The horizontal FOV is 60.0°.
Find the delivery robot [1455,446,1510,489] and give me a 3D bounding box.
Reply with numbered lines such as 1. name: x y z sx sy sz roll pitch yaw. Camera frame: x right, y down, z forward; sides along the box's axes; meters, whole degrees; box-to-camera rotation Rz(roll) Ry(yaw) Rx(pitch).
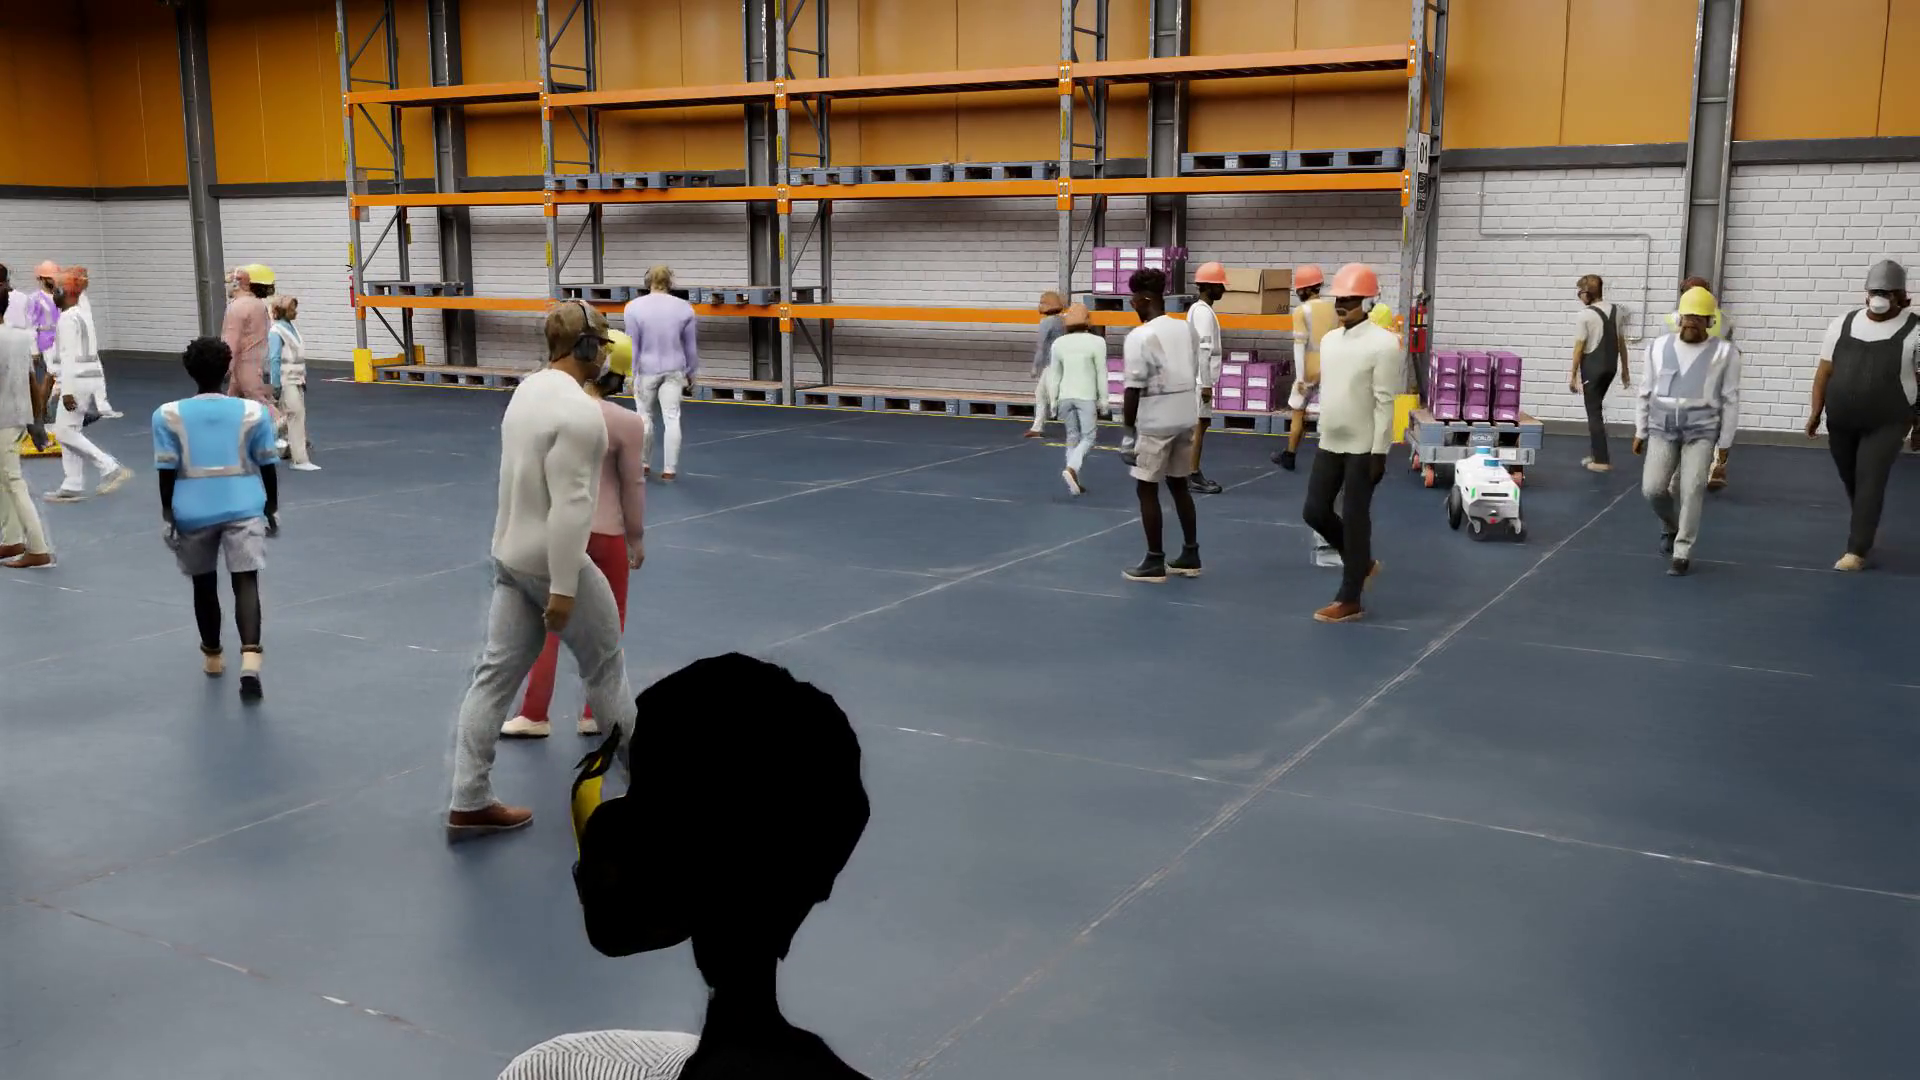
1. delivery robot: 3.955 -0.470 12.596 0.477 0.478 0.707 2 10 11

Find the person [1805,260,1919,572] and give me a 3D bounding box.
1. person: 5.955 -0.859 10.857 1.030 2.000 0.682 -8 13 -37

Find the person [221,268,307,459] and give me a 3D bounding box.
1. person: -6.873 -1.702 16.143 0.965 1.870 0.638 -2 10 -9

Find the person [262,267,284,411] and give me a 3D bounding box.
1. person: -8.750 -2.537 21.001 0.487 1.814 0.598 7 12 33

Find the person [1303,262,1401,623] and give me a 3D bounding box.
1. person: 2.181 -0.529 9.163 0.493 1.978 0.617 -6 12 -32

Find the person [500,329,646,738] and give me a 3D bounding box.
1. person: -1.661 -0.019 7.019 0.690 1.724 0.406 1 10 4

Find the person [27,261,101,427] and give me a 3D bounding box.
1. person: -10.280 -2.225 19.009 0.978 1.882 0.565 2 10 11

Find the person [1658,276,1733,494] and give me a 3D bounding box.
1. person: 6.026 -1.250 13.700 0.634 1.826 0.632 -1 10 -7

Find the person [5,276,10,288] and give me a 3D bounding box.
1. person: -16.373 -3.859 28.139 0.359 1.936 0.632 6 12 32

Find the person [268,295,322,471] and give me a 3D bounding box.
1. person: -6.259 -1.442 15.327 0.594 1.627 0.513 -1 10 -4

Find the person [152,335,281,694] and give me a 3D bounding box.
1. person: -3.435 -0.116 7.743 0.540 1.663 0.837 -5 11 -26

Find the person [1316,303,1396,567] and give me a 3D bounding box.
1. person: 2.515 -0.654 10.622 0.479 1.700 0.514 1 10 6

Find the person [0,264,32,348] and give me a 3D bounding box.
1. person: -10.326 -2.049 18.029 0.454 1.892 0.588 2 10 13

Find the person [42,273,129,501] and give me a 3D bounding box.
1. person: -7.175 -1.234 13.535 0.602 1.862 0.631 -3 10 -17

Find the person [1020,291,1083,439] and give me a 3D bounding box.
1. person: 1.034 -1.856 17.768 0.811 1.596 0.496 4 11 23

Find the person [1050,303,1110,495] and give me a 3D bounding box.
1. person: 0.931 -1.139 13.668 0.525 1.608 0.611 6 12 30

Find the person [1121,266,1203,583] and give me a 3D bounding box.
1. person: 1.221 -0.706 10.257 0.646 1.944 0.497 -9 13 -41

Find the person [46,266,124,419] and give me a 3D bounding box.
1. person: -10.663 -2.364 19.956 0.918 1.850 0.575 -1 10 -6

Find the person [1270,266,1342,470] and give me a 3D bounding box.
1. person: 3.197 -1.520 15.023 0.657 1.876 0.975 -4 11 -20

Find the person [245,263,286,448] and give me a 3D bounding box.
1. person: -7.237 -1.861 16.935 0.665 1.897 0.621 -3 10 -15

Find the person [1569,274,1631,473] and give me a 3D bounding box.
1. person: 5.817 -1.526 15.295 0.589 1.806 0.617 -4 11 -21

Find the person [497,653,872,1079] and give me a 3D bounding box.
1. person: -0.128 0.954 1.075 0.536 1.869 0.312 6 12 29

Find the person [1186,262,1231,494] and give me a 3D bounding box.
1. person: 2.073 -1.363 14.003 0.376 1.935 0.550 0 10 2

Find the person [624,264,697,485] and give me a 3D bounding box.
1. person: -2.662 -1.468 14.682 0.665 1.903 0.903 -4 11 -22

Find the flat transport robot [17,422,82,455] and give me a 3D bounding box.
1. flat transport robot: -9.337 -1.034 16.856 0.652 0.197 1.431 -7 12 -34

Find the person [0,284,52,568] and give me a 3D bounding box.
1. person: -6.181 -0.717 10.597 0.649 1.847 0.522 -1 10 -4

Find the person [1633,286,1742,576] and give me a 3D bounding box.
1. person: 4.602 -0.693 10.539 0.613 1.818 0.507 7 12 36

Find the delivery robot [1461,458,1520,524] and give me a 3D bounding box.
1. delivery robot: 3.786 -0.344 11.885 0.477 0.478 0.707 2 10 11

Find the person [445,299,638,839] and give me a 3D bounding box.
1. person: -1.402 0.094 5.910 1.005 1.871 0.639 -8 13 -38
